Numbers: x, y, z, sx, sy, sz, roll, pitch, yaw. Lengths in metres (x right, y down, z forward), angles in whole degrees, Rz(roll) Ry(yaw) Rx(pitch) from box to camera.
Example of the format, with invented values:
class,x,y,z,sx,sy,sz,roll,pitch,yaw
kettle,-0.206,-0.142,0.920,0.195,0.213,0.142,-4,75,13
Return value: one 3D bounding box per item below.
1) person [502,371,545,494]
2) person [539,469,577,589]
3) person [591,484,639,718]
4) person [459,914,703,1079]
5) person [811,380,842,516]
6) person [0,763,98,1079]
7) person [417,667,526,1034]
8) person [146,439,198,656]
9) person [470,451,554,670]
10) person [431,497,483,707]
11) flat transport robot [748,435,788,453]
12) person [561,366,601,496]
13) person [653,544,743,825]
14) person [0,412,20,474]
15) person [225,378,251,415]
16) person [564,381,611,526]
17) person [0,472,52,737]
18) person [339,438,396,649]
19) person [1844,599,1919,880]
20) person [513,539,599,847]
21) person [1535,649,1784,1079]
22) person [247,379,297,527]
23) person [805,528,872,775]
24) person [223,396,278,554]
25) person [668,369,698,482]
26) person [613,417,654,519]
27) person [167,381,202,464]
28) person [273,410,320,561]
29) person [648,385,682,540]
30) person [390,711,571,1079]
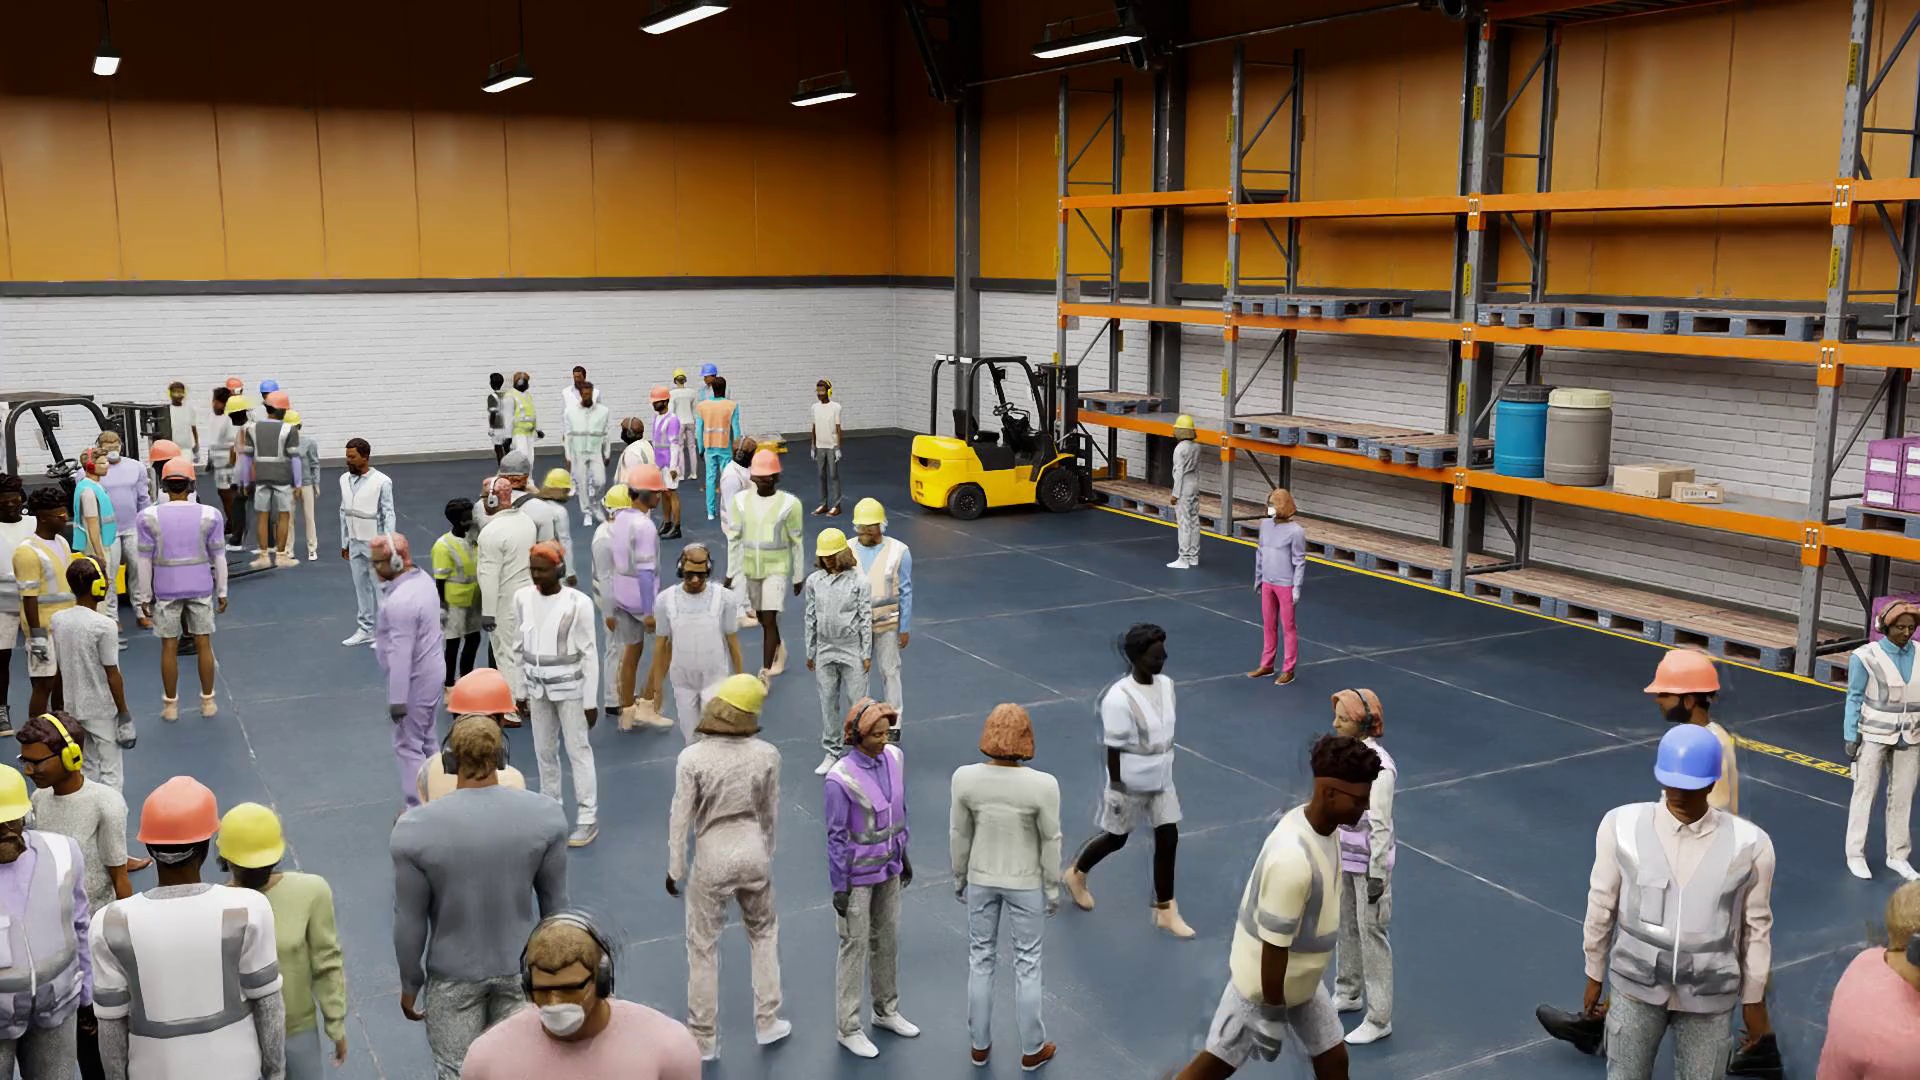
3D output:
class,x,y,z,sx,sy,sz,roll,pitch,yaw
person,-6.450,-1.576,24.570,0.499,1.820,0.659,2,10,11
person,-3.503,0.247,14.360,0.429,1.721,0.493,-9,13,-41
person,-2.617,0.468,12.816,0.403,1.819,0.602,1,10,5
person,-0.981,1.872,4.442,0.636,1.917,0.716,-1,10,-3
person,-1.815,-1.249,22.592,0.501,1.861,0.328,5,11,29
person,-3.344,1.663,5.885,0.403,1.830,0.599,8,13,40
person,-1.934,1.471,6.759,0.556,1.923,0.426,7,12,34
person,-6.978,0.067,14.800,0.387,1.930,0.544,0,10,-2
person,-3.491,0.289,13.200,0.686,2.000,0.535,2,10,13
person,-3.935,0.486,13.097,0.331,1.683,0.551,4,11,21
flat transport robot,-3.527,-1.750,30.027,0.652,0.197,1.431,-2,10,-13
person,-5.547,-1.596,24.398,0.587,1.920,0.391,1,10,4
person,-1.618,0.910,10.262,0.568,1.812,0.561,0,10,1
person,-12.454,-1.058,21.367,0.608,1.893,0.992,-1,10,-4
person,-10.583,-1.512,24.425,0.353,1.743,0.566,-8,13,-39
person,-4.872,-1.132,21.776,0.602,1.904,0.447,-3,10,-18
person,-7.026,0.465,12.399,0.609,1.965,0.369,-9,13,-42
person,-5.367,0.023,15.085,0.596,1.916,0.373,5,11,26
person,5.298,1.136,9.503,0.528,1.630,0.320,0,10,-3
person,-2.435,0.917,10.062,0.590,1.878,0.341,5,11,25
person,3.139,1.402,7.254,1.039,1.869,0.540,5,11,25
person,-8.886,-1.101,21.501,0.605,1.940,0.415,3,10,15
person,-0.835,0.768,11.342,0.489,1.728,0.323,3,10,18
person,-8.497,-0.750,19.593,0.827,1.890,0.590,-4,11,-24
person,-4.349,-1.791,25.990,0.526,1.760,0.337,-9,13,-41
person,-3.457,-0.388,17.670,0.429,1.843,0.633,0,10,3
person,-10.556,-1.226,22.470,0.538,1.854,0.528,-6,11,-30
person,-7.685,-0.623,19.246,0.534,1.765,0.323,-2,10,-9
person,-3.697,-0.968,20.760,0.386,1.930,0.545,-7,12,-35
person,-1.745,1.578,6.121,0.636,1.929,0.385,-5,11,-27
